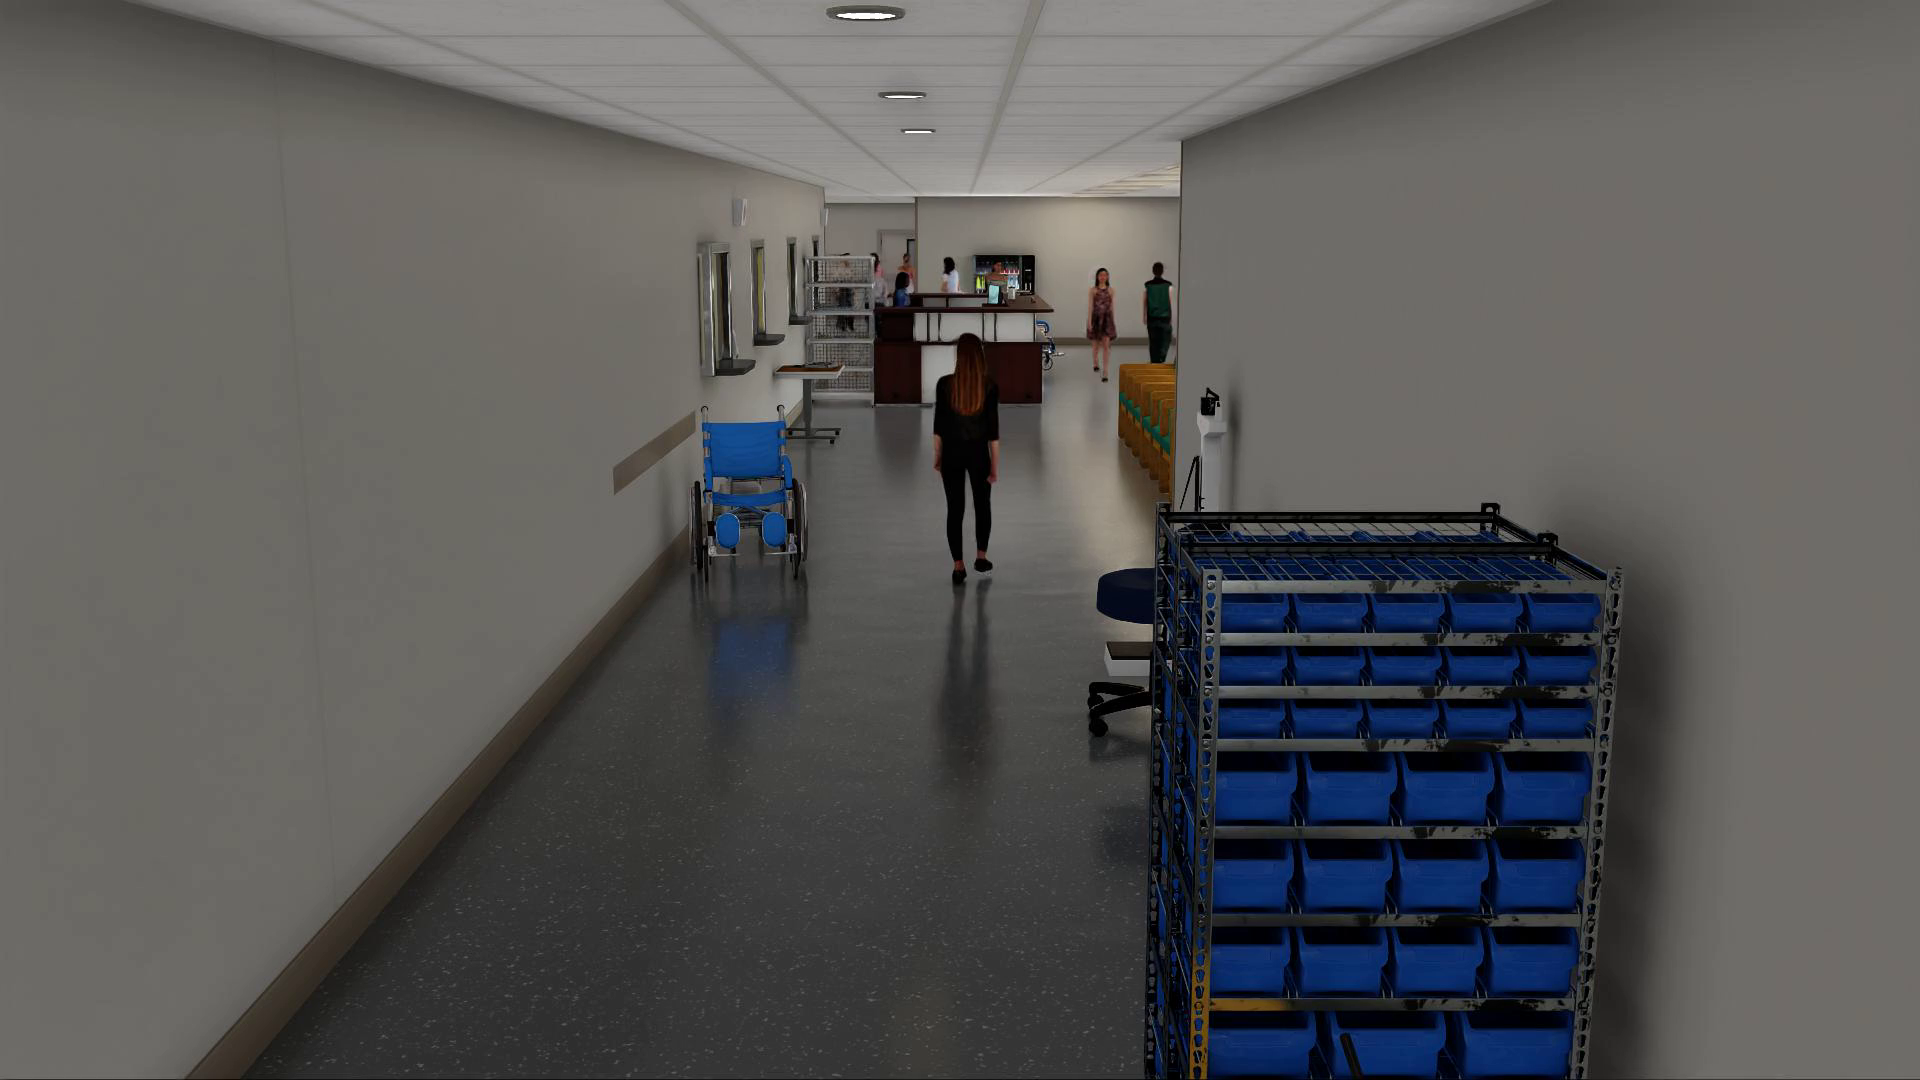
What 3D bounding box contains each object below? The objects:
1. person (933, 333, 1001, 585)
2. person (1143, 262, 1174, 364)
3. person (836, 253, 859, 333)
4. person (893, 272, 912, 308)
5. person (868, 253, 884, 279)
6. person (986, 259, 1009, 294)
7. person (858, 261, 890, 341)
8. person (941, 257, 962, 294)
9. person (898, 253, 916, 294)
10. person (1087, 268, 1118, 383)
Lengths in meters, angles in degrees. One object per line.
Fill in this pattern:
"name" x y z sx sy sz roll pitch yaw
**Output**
"person" 0.023 -0.540 11.351 0.666 1.694 0.700 0 11 2
"person" 3.234 -3.603 27.129 0.708 1.831 0.793 3 11 14
"person" -2.633 -5.630 37.922 0.893 1.789 0.895 -4 11 -20
"person" -1.024 -3.333 26.083 0.906 1.689 0.721 2 11 10
"person" -1.894 -5.634 37.960 1.051 1.783 0.993 10 15 43
"person" 0.668 -4.301 30.832 0.555 1.821 0.709 -3 11 -17
"person" -1.511 -4.077 29.724 0.776 1.794 0.845 -4 11 -18
"person" -0.089 -4.616 32.563 0.949 1.794 0.884 9 14 41
"person" -1.213 -5.671 38.141 0.524 1.788 0.702 2 11 11
"person" 2.191 -3.340 25.986 1.073 1.740 0.680 0 11 -1
